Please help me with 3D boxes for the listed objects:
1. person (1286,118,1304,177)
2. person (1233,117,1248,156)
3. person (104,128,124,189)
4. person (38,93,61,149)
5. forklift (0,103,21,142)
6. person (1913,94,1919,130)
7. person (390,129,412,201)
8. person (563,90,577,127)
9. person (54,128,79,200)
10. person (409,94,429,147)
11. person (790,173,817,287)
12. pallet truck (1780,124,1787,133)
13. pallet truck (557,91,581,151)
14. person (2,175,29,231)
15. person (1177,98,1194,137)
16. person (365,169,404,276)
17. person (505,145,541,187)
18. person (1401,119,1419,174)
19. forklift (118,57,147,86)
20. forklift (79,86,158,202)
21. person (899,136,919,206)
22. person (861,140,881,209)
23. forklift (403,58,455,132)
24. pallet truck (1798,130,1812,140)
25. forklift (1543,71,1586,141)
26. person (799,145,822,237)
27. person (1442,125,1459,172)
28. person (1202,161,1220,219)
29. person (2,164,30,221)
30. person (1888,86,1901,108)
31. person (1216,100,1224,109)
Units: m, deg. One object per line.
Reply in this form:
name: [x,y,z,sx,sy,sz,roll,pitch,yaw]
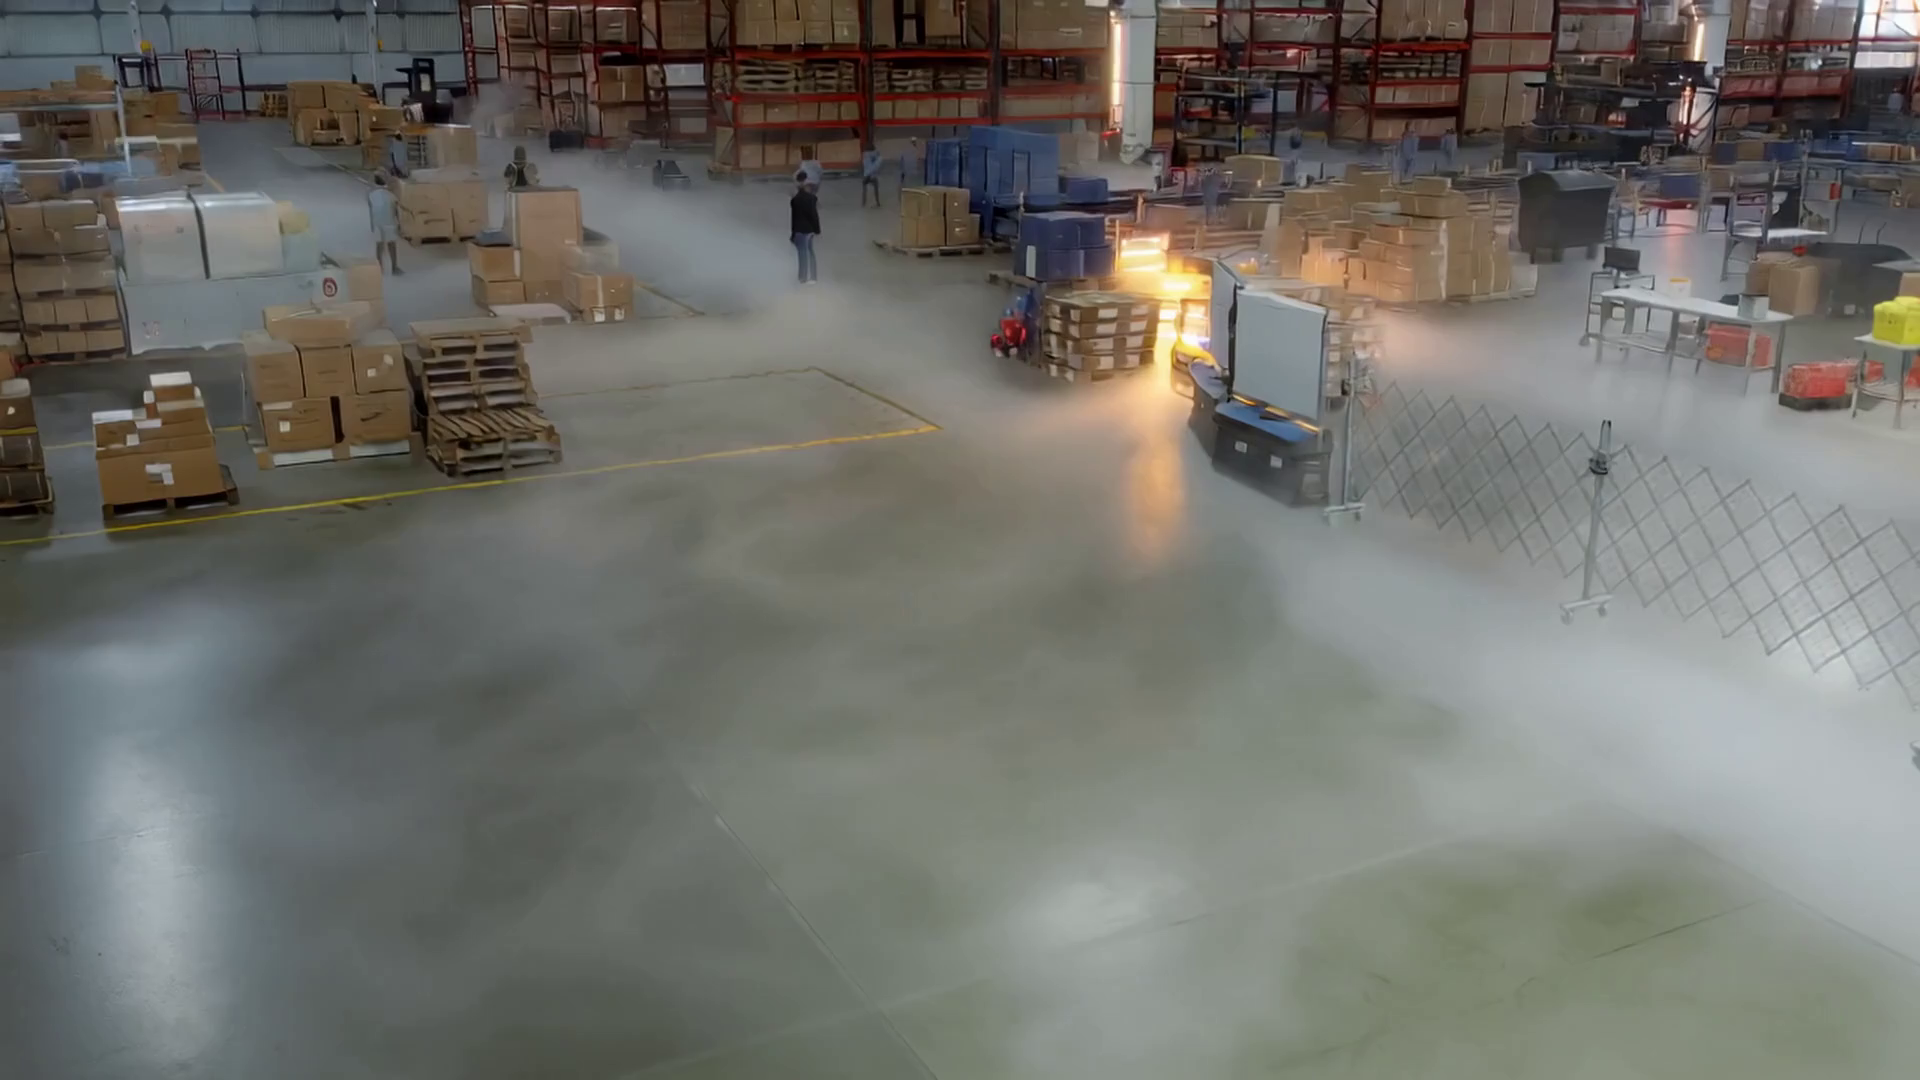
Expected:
person: [9.705,-11.375,48.214,0.585,1.681,0.542,-11,21,-30]
person: [7.981,-11.008,46.894,0.893,1.786,0.605,-11,21,-32]
person: [-20.983,-9.259,41.298,0.448,1.890,0.608,-3,18,-10]
person: [-31.679,-14.585,57.900,0.656,1.894,0.982,-6,19,-19]
forklift: [-35.172,-15.788,60.054,1.873,2.768,1.129,10,20,29]
person: [38.715,-17.440,66.813,1.005,1.883,0.564,-10,20,-28]
person: [-14.113,-9.459,42.016,0.926,1.833,0.529,16,24,40]
person: [-14.399,-15.684,61.411,0.428,1.843,0.629,9,20,25]
person: [-22.453,-9.369,41.694,0.698,1.867,0.587,-10,20,-27]
person: [-19.053,-14.706,58.343,0.977,1.862,0.606,6,19,19]
person: [-2.775,-5.455,29.285,0.405,1.982,0.622,13,22,35]
pallet truck: [25.206,-12.542,52.601,1.601,1.201,0.680,0,18,-2]
pallet truck: [-13.495,-14.412,57.188,0.823,1.965,1.885,-3,18,-9]
person: [-17.008,-5.640,30.053,0.553,1.869,0.335,-11,21,-32]
person: [8.356,-15.733,61.264,0.617,2.027,0.736,-16,24,-41]
person: [-10.560,-5.811,30.470,0.547,1.938,0.379,1,18,4]
person: [-9.162,-7.309,34.974,0.681,2.000,1.017,-1,18,-2]
person: [11.974,-10.202,44.216,0.642,1.906,0.410,-15,23,-40]
forklift: [-32.900,-17.826,66.408,1.129,2.768,1.873,-9,20,-26]
forklift: [-21.513,-10.055,42.183,1.873,2.768,1.129,-9,20,-26]
person: [-1.221,-9.141,41.203,0.635,1.702,0.905,16,24,40]
person: [-2.148,-8.939,40.640,0.550,1.675,0.563,7,19,22]
forklift: [-21.159,-17.686,65.970,1.873,2.768,1.129,11,21,31]
pallet truck: [25.526,-11.556,49.408,1.630,1.274,0.653,-9,20,-26]
forklift: [18.685,-13.231,52.085,1.873,2.768,1.129,-9,20,-26]
person: [-3.219,-7.479,35.624,0.609,1.964,0.367,15,23,39]
person: [13.605,-10.726,46.307,0.513,1.620,0.595,-6,19,-18]
person: [5.193,-6.893,34.143,0.583,1.745,0.534,-7,19,-21]
person: [-18.390,-6.398,32.455,0.512,1.845,0.354,2,18,6]
person: [36.979,-17.085,65.895,0.309,1.769,0.523,-4,18,-12]
person: [9.327,-15.257,60.348,0.801,1.666,0.571,16,24,41]
